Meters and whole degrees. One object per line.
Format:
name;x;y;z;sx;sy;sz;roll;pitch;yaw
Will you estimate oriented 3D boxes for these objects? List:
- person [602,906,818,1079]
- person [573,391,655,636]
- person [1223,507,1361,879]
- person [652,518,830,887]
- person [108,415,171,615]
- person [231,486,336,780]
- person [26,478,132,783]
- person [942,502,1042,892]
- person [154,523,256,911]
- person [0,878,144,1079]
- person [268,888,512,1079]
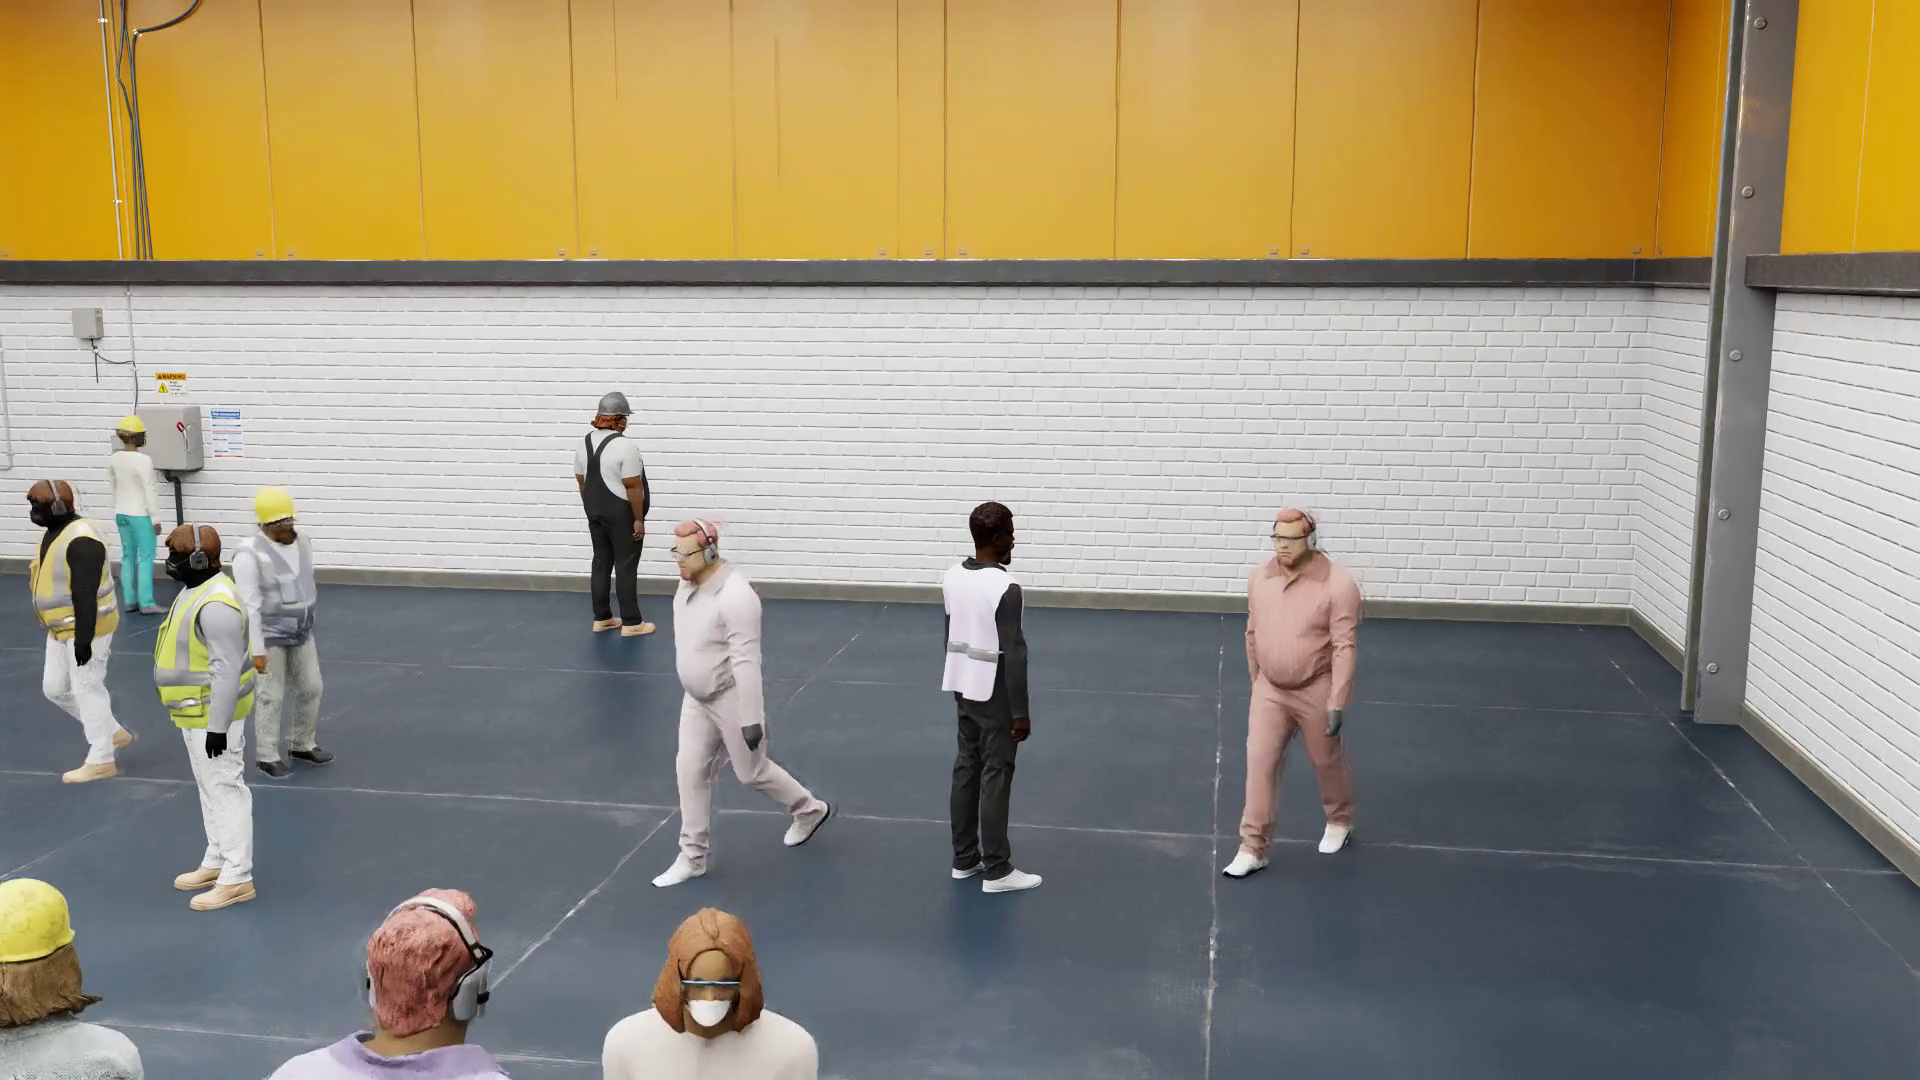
person;-0.560;1.618;3.793;0.515;1.618;0.388;-1;9;-4
person;-2.845;-0.227;13.897;0.688;2.000;0.539;7;11;36
person;1.728;0.748;8.467;0.652;1.862;0.960;7;11;36
person;-1.098;0.777;8.354;0.932;1.850;0.651;-8;12;-42
person;-7.260;-0.214;14.676;0.563;1.763;0.325;5;10;26
person;-4.028;0.552;9.853;0.517;1.792;0.611;4;10;22
person;-5.250;0.533;9.886;0.668;1.823;0.436;8;12;42
person;0.129;0.765;8.157;0.391;1.920;0.593;-6;11;-35
person;-3.613;0.832;7.978;0.429;1.844;0.625;-6;11;-34
person;-2.016;1.588;3.666;0.487;1.736;0.320;-2;9;-14
person;-0.997;1.596;3.126;0.661;1.886;0.546;2;9;13
